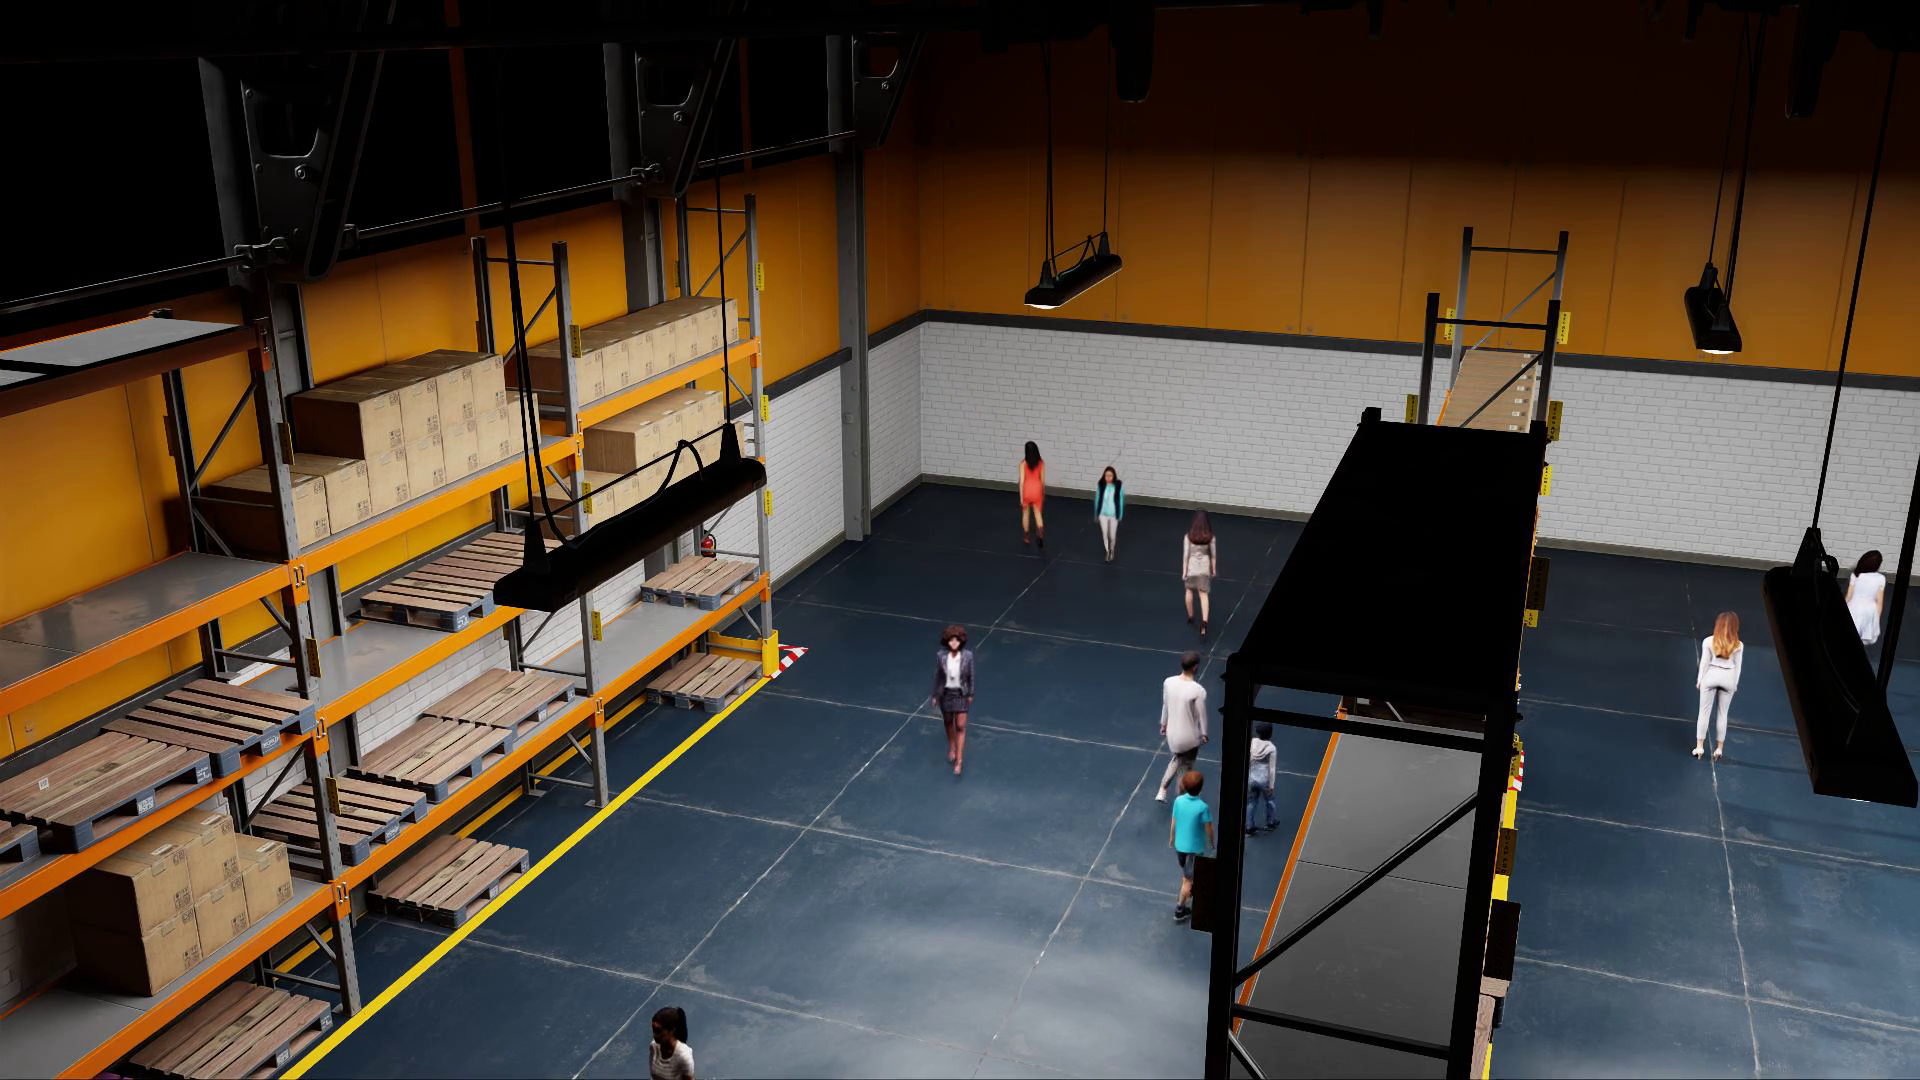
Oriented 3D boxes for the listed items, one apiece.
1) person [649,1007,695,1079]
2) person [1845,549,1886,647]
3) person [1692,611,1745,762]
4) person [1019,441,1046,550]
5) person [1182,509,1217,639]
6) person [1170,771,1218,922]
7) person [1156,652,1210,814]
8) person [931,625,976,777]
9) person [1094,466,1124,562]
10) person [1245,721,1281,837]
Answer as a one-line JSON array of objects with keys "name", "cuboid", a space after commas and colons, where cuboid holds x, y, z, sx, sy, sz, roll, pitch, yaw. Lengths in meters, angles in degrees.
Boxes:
[{"name": "person", "cuboid": [-1.941, 4.009, 11.776, 0.752, 1.613, 1.147, 12, 22, 31]}, {"name": "person", "cuboid": [11.024, 1.011, 20.383, 0.743, 1.802, 0.948, 10, 21, 27]}, {"name": "person", "cuboid": [8.476, 1.630, 18.598, 0.587, 1.769, 0.542, 5, 19, 15]}, {"name": "person", "cuboid": [1.135, -0.666, 25.523, 0.903, 1.701, 1.083, -4, 19, -11]}, {"name": "person", "cuboid": [3.186, 0.475, 22.111, 0.872, 1.716, 1.165, 0, 19, 0]}, {"name": "person", "cuboid": [2.102, 2.864, 15.489, 0.722, 1.414, 0.988, 15, 23, 37]}, {"name": "person", "cuboid": [2.289, 2.038, 17.303, 0.804, 1.822, 0.840, 15, 24, 38]}, {"name": "person", "cuboid": [-0.069, 1.718, 18.485, 0.739, 1.674, 0.986, 3, 19, 8]}, {"name": "person", "cuboid": [2.258, -0.409, 25.093, 0.594, 1.487, 0.628, 5, 19, 13]}, {"name": "person", "cuboid": [3.033, 2.450, 16.983, 0.570, 1.245, 0.703, 11, 22, 30]}]
